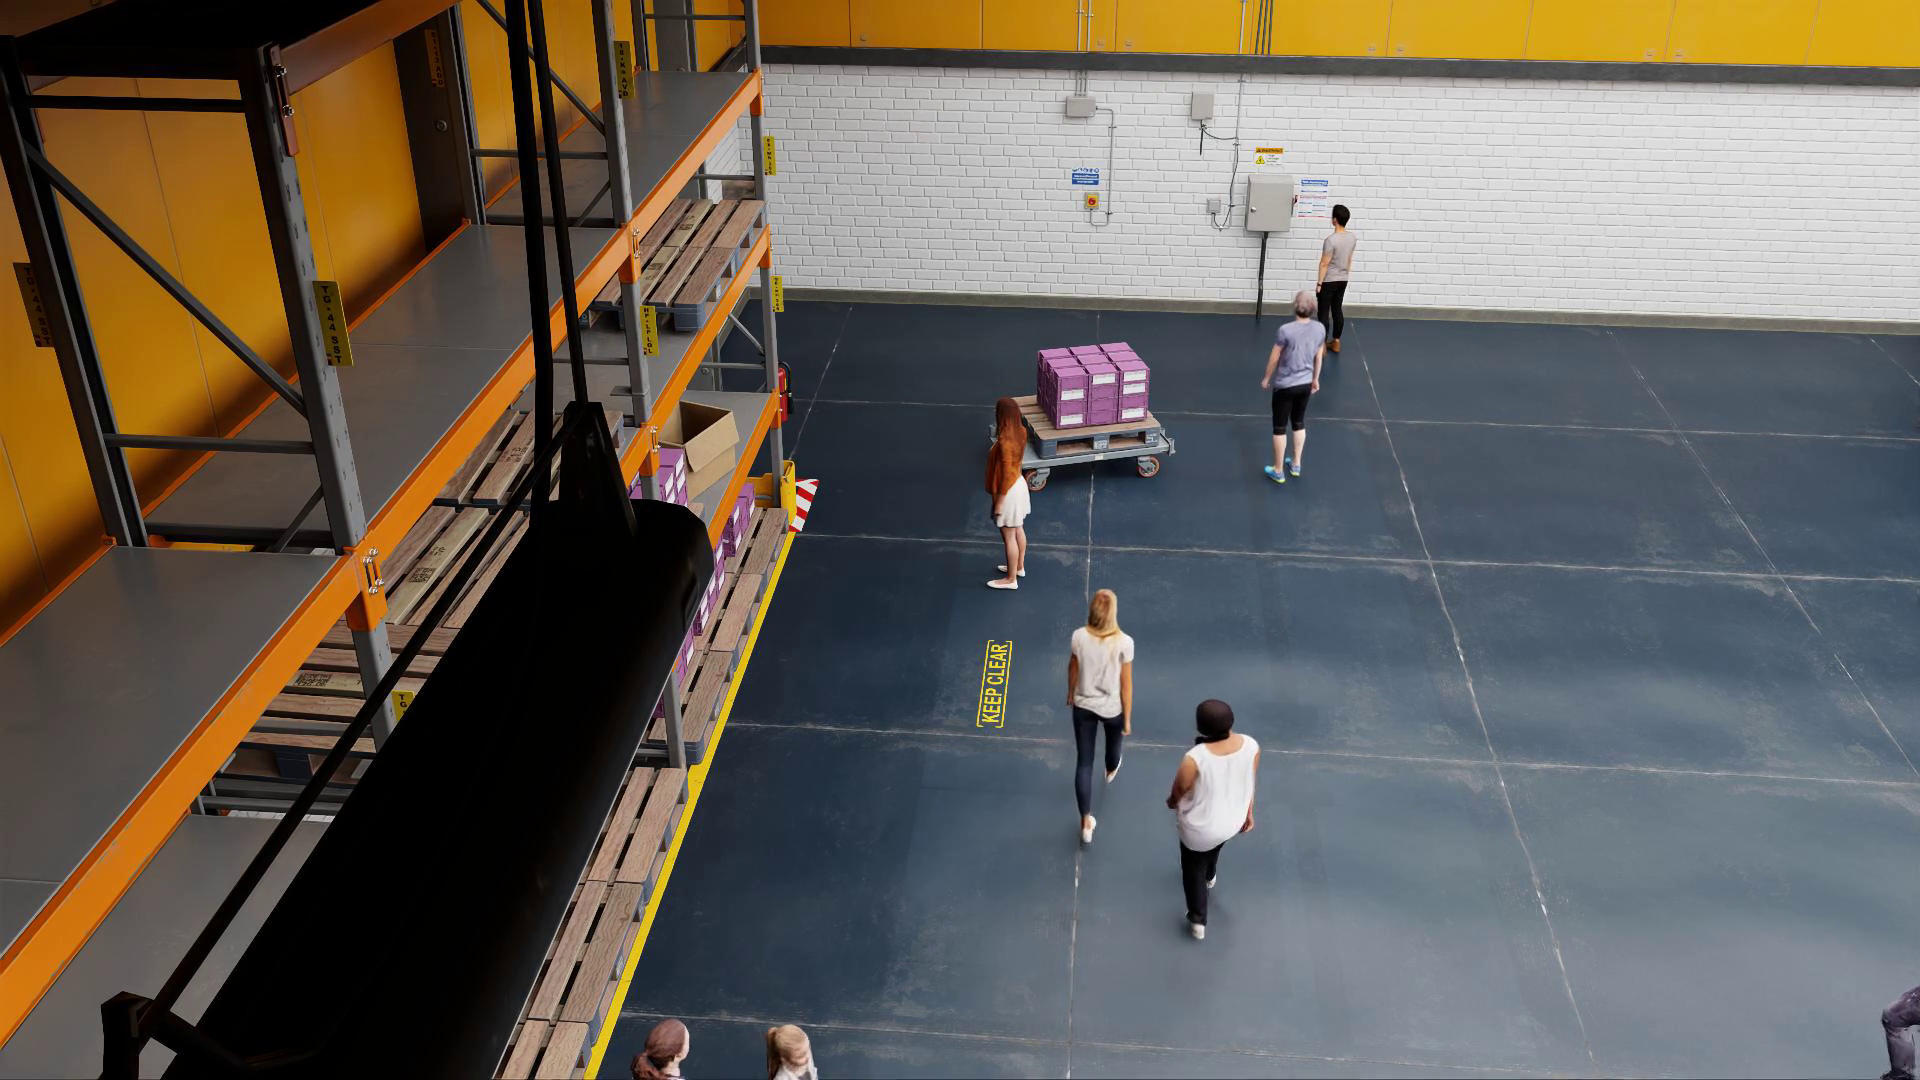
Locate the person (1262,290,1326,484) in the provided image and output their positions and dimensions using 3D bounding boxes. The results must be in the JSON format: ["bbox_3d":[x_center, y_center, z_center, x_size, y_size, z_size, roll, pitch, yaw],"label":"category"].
[{"bbox_3d":[3.141,-1.434,15.694,0.773,1.882,0.779,-8,30,-15],"label":"person"}]

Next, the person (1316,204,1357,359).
[{"bbox_3d":[4.164,-2.896,18.545,0.678,1.718,0.716,-17,33,-29],"label":"person"}]

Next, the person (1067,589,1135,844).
[{"bbox_3d":[0.903,1.196,11.000,0.757,1.760,1.185,7,29,13],"label":"person"}]

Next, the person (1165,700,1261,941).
[{"bbox_3d":[1.527,1.714,10.153,0.895,1.662,1.018,-9,30,-16],"label":"person"}]

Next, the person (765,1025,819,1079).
[{"bbox_3d":[-0.882,2.919,8.381,0.725,1.243,0.872,10,30,18],"label":"person"}]

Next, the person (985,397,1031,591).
[{"bbox_3d":[0.424,-0.401,13.968,0.739,1.721,0.586,10,30,17],"label":"person"}]
